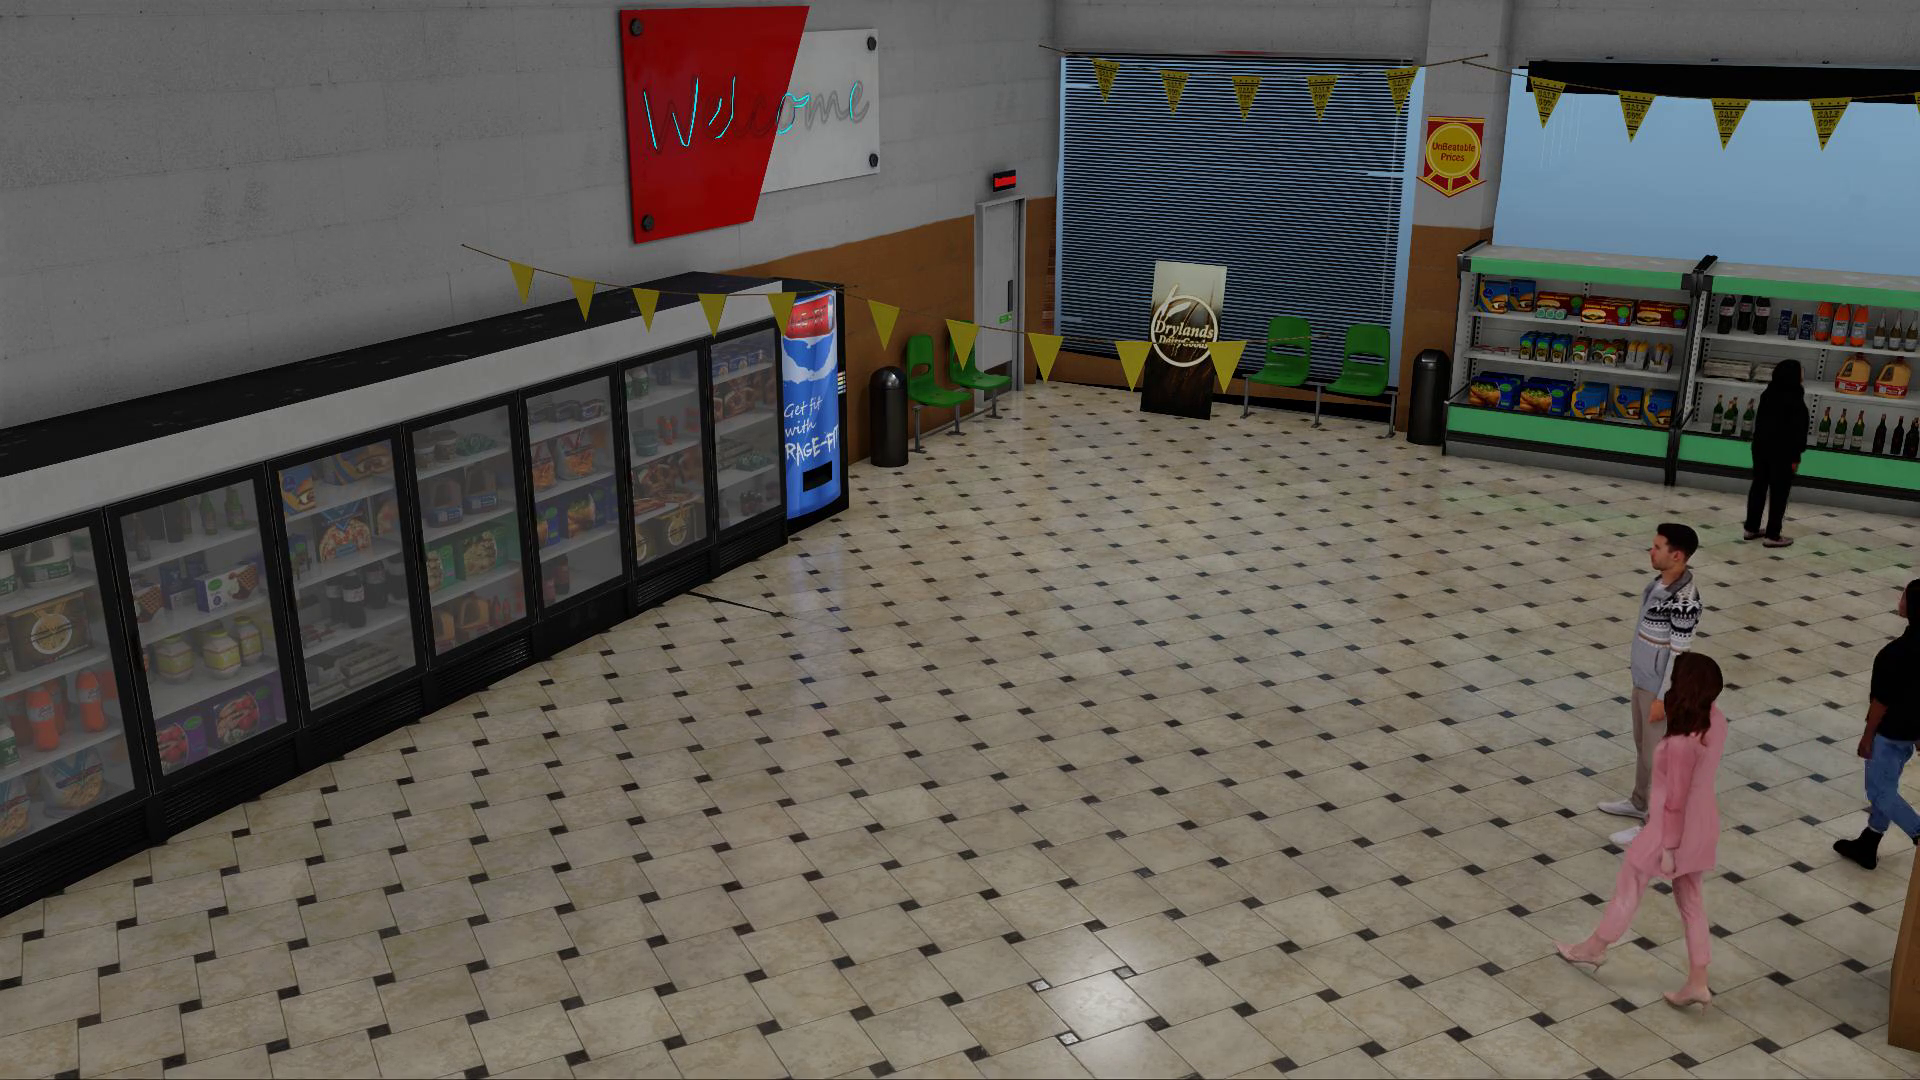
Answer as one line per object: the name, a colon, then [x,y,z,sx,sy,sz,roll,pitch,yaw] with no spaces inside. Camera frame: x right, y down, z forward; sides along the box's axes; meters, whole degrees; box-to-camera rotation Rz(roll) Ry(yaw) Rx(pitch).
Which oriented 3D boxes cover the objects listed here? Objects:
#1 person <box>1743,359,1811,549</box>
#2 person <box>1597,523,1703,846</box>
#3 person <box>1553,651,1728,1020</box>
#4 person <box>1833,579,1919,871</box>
person: [6.994,-0.753,14.281,0.825,1.616,0.756,-6,20,-18]
person: [3.928,0.791,9.320,0.698,1.861,0.751,3,19,10]
person: [3.398,1.390,7.685,0.844,1.770,1.068,-15,24,-38]
person: [5.051,1.059,8.802,0.905,1.683,1.057,-11,21,-29]
